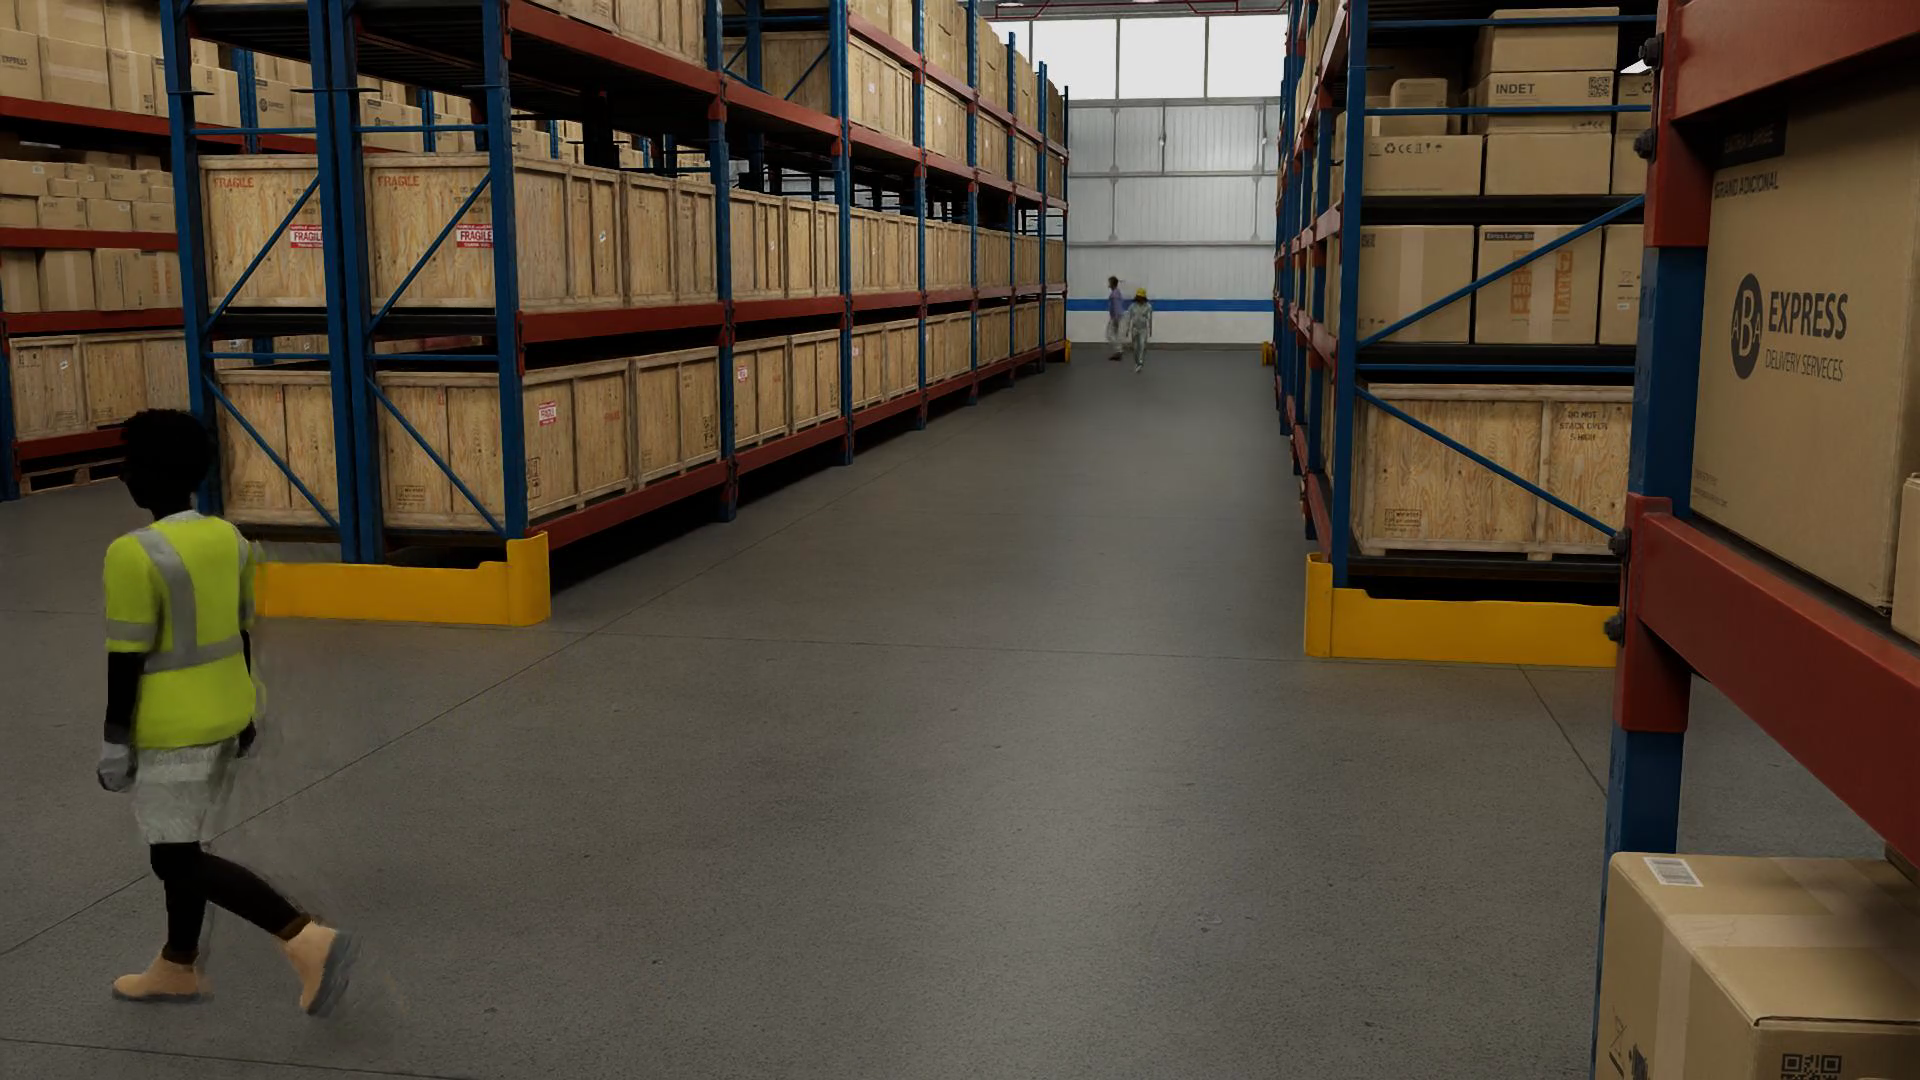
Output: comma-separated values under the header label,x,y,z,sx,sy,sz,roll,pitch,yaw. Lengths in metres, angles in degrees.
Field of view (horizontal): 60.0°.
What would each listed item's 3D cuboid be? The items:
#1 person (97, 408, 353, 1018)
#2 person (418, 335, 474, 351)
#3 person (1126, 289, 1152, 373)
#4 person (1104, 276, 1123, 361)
label,x,y,z,sx,sy,sz,roll,pitch,yaw
person,-1.993,0.481,4.429,0.711,1.670,0.535,1,9,4
person,-5.997,-2.044,19.431,0.662,1.887,0.492,0,9,1
person,3.610,-4.219,33.575,0.515,1.678,0.955,2,9,12
person,3.501,-5.032,37.844,0.452,1.925,0.625,1,9,8
